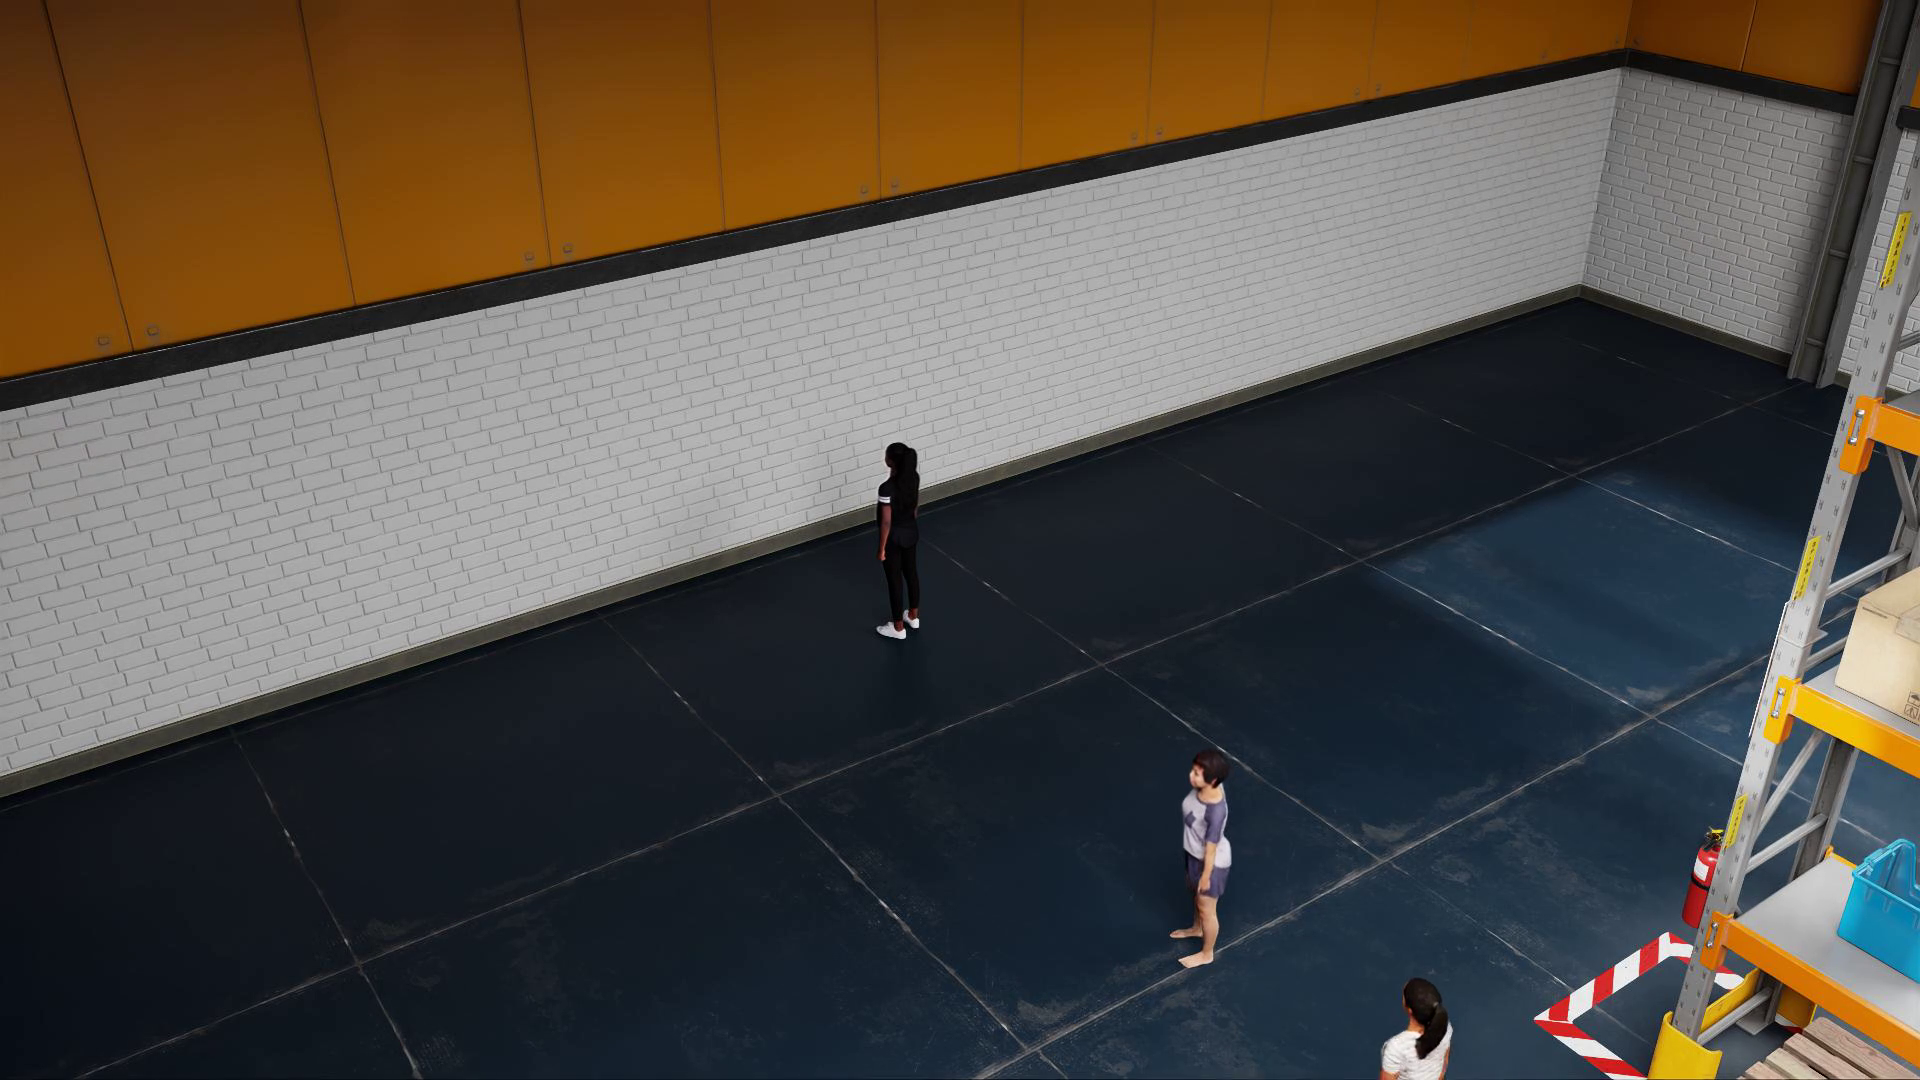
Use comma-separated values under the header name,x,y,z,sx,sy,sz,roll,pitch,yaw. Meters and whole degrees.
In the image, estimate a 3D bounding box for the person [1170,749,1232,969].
name,x,y,z,sx,sy,sz,roll,pitch,yaw
person,1.500,1.917,10.129,0.710,1.563,0.618,-1,29,-2

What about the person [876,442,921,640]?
name,x,y,z,sx,sy,sz,roll,pitch,yaw
person,-0.494,-0.010,13.491,0.681,1.729,0.681,20,34,32

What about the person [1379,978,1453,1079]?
name,x,y,z,sx,sy,sz,roll,pitch,yaw
person,2.282,2.872,8.302,0.597,1.637,0.678,-15,32,-25
